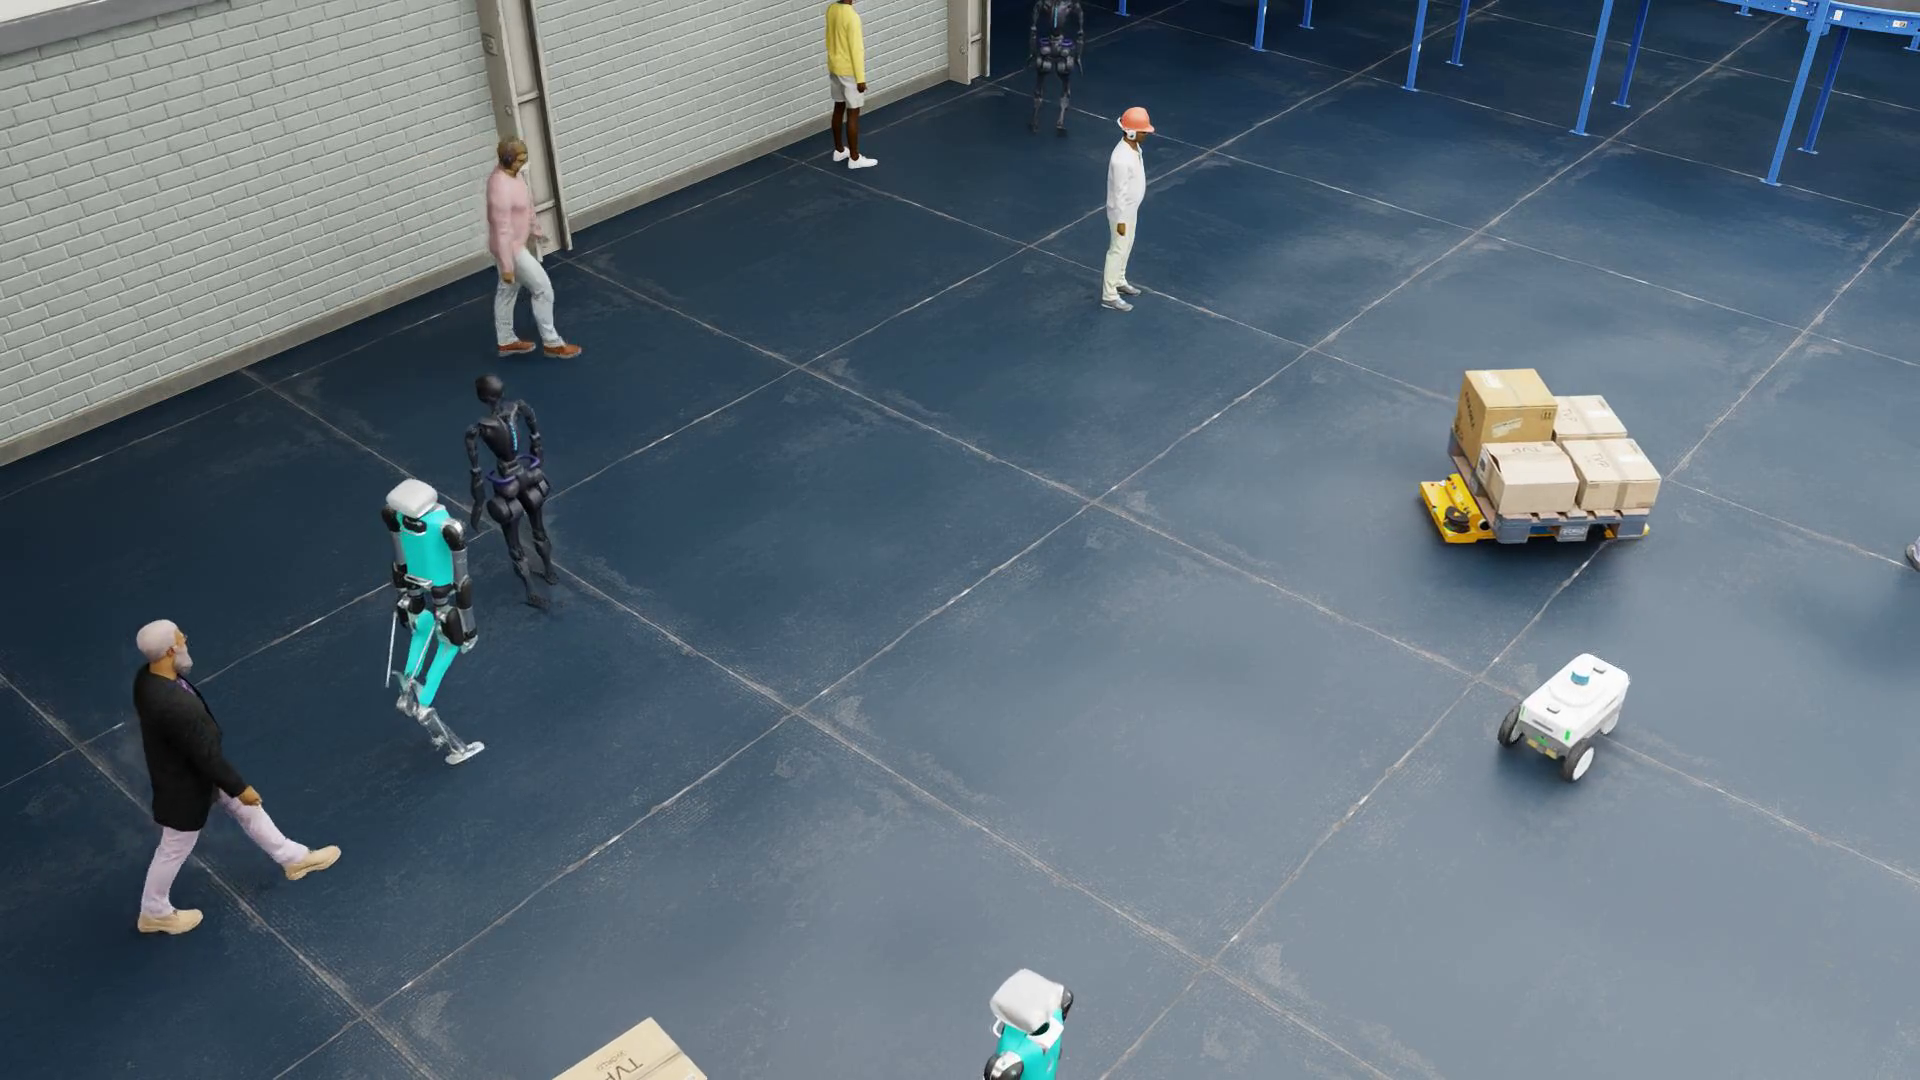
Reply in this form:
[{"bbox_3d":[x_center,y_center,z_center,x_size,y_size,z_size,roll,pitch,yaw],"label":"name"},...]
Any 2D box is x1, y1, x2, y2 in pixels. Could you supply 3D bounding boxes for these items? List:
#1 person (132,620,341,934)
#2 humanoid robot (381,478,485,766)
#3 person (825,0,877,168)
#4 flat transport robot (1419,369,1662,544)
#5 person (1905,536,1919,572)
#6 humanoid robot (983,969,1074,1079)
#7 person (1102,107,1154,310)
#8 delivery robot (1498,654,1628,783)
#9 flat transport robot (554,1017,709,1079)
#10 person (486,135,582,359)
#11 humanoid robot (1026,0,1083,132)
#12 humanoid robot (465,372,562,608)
[{"bbox_3d":[-3.875,1.191,8.403,1.036,1.795,0.542,-15,38,-19],"label":"person"},{"bbox_3d":[-3.040,0.544,9.351,0.532,1.794,0.678,15,38,20],"label":"humanoid robot"},{"bbox_3d":[-1.122,-4.650,16.514,0.378,1.899,0.542,-22,41,-28],"label":"person"},{"bbox_3d":[4.052,-0.257,11.749,1.431,0.231,0.659,-2,36,-3],"label":"flat transport robot"},{"bbox_3d":[6.653,-0.553,10.810,0.564,1.840,0.391,13,37,17],"label":"person"},{"bbox_3d":[0.081,2.382,6.818,0.664,1.841,0.548,19,40,25],"label":"humanoid robot"},{"bbox_3d":[1.421,-2.814,14.068,0.344,1.743,0.570,11,37,15],"label":"person"},{"bbox_3d":[3.570,0.997,9.733,0.765,0.585,0.499,-29,44,-34],"label":"delivery robot"},{"bbox_3d":[-1.382,3.010,7.161,1.431,0.231,0.659,21,41,27],"label":"flat transport robot"},{"bbox_3d":[-3.445,-2.311,13.225,0.814,1.897,0.676,-5,36,-7],"label":"person"},{"bbox_3d":[0.966,-5.009,17.210,0.603,1.641,0.403,7,36,10],"label":"humanoid robot"},{"bbox_3d":[-2.874,-0.339,10.638,0.325,1.657,0.599,24,42,29],"label":"humanoid robot"}]
